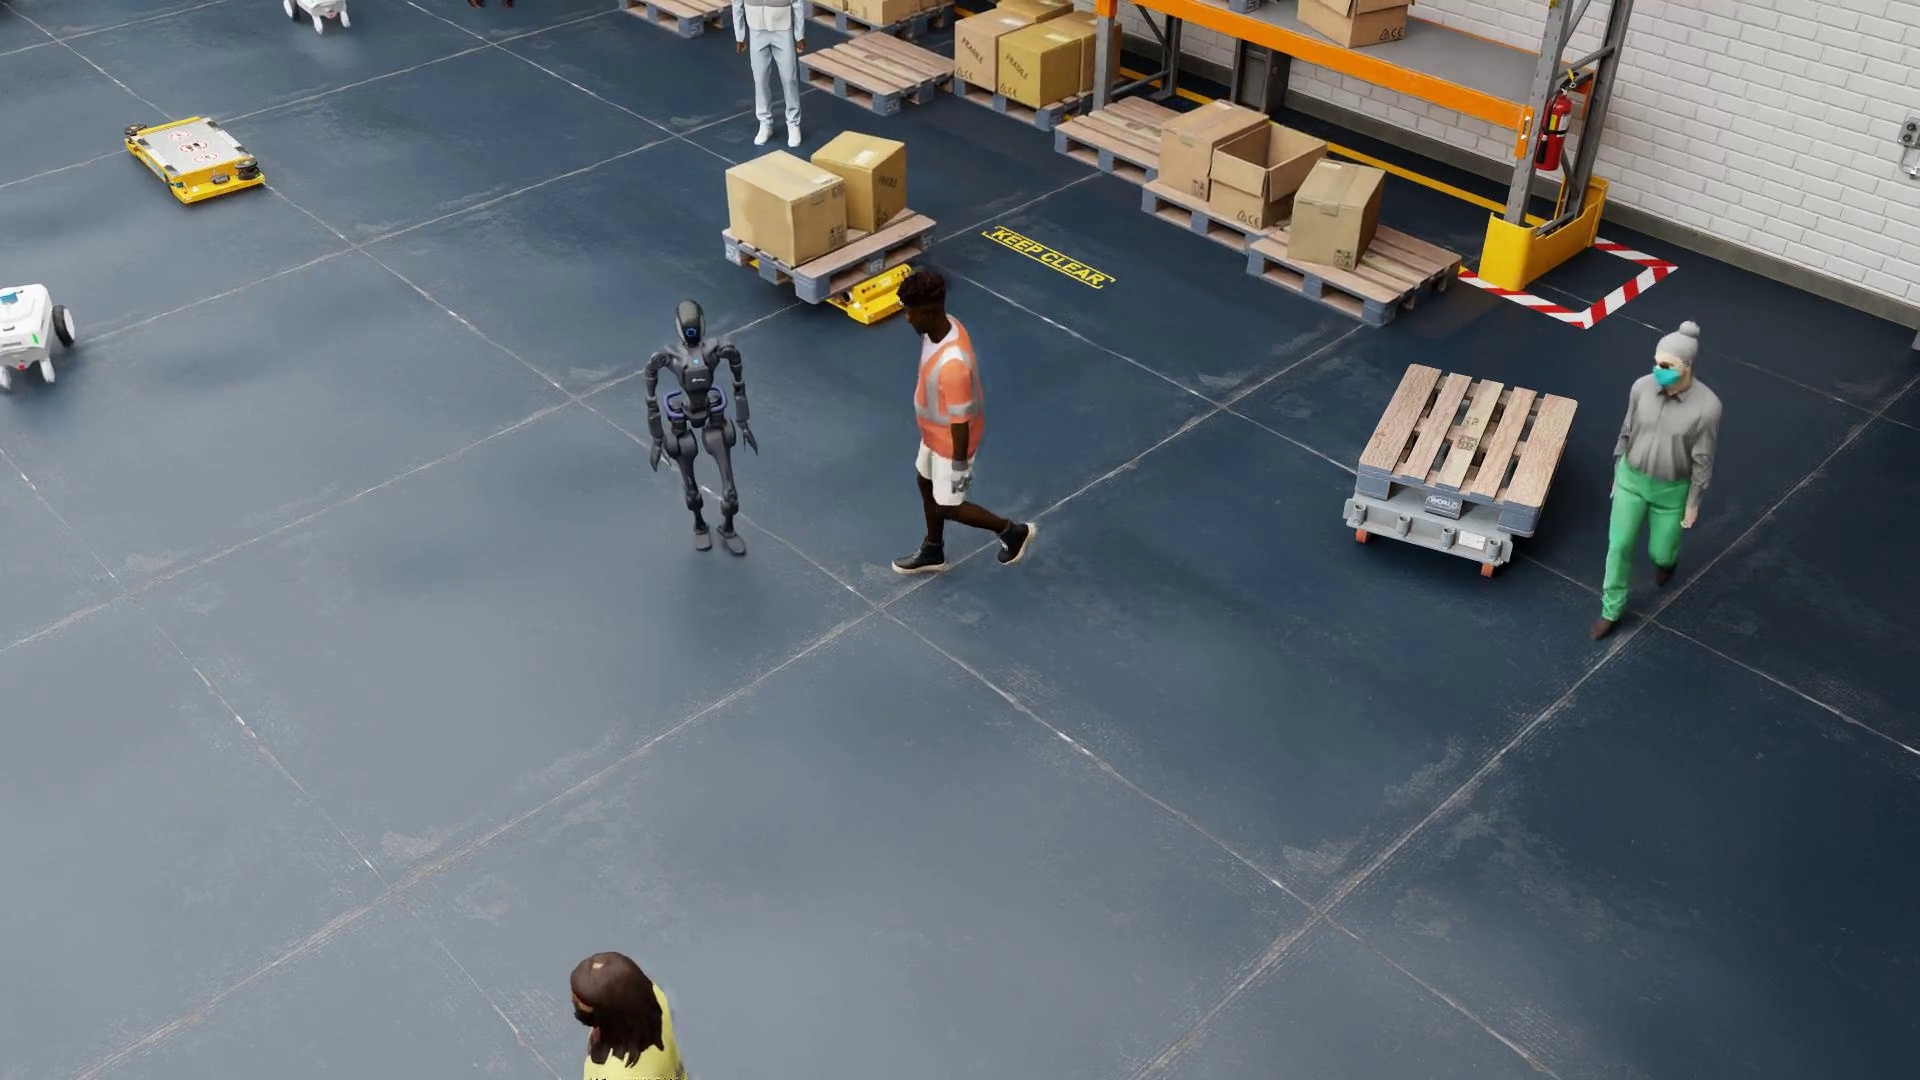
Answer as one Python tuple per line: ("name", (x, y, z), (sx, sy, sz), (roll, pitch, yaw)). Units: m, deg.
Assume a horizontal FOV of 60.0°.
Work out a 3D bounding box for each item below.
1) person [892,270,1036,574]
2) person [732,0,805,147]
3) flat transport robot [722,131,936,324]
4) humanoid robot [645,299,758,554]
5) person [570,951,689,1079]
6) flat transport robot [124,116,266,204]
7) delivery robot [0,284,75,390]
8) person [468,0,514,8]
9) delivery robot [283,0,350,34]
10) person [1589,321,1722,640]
("person", (0.009, -0.583, 8.927), (0.709, 1.927, 0.660), (-5, 37, -7))
("person", (-1.574, -4.208, 13.749), (0.595, 1.908, 0.408), (2, 37, 3))
("flat transport robot", (-0.925, -2.006, 12.189), (1.431, 0.231, 0.659), (31, 47, 34))
("humanoid robot", (-1.437, -0.628, 9.197), (0.602, 1.638, 0.388), (-12, 39, -15))
("person", (-1.034, 2.006, 5.660), (0.832, 1.741, 0.476), (-3, 37, -4))
("flat transport robot", (-6.335, -3.169, 13.728), (0.659, 0.231, 1.431), (-26, 44, -30))
("delivery robot", (-6.300, -1.419, 11.164), (0.499, 0.582, 0.762), (-11, 39, -15))
("person", (-4.832, -6.125, 16.404), (0.552, 1.752, 0.530), (-18, 41, -22))
("delivery robot", (-6.345, -5.361, 16.399), (0.499, 0.601, 0.788), (-24, 43, -29))
("person", (3.667, -0.336, 8.695), (0.521, 1.814, 0.691), (26, 44, 31))
